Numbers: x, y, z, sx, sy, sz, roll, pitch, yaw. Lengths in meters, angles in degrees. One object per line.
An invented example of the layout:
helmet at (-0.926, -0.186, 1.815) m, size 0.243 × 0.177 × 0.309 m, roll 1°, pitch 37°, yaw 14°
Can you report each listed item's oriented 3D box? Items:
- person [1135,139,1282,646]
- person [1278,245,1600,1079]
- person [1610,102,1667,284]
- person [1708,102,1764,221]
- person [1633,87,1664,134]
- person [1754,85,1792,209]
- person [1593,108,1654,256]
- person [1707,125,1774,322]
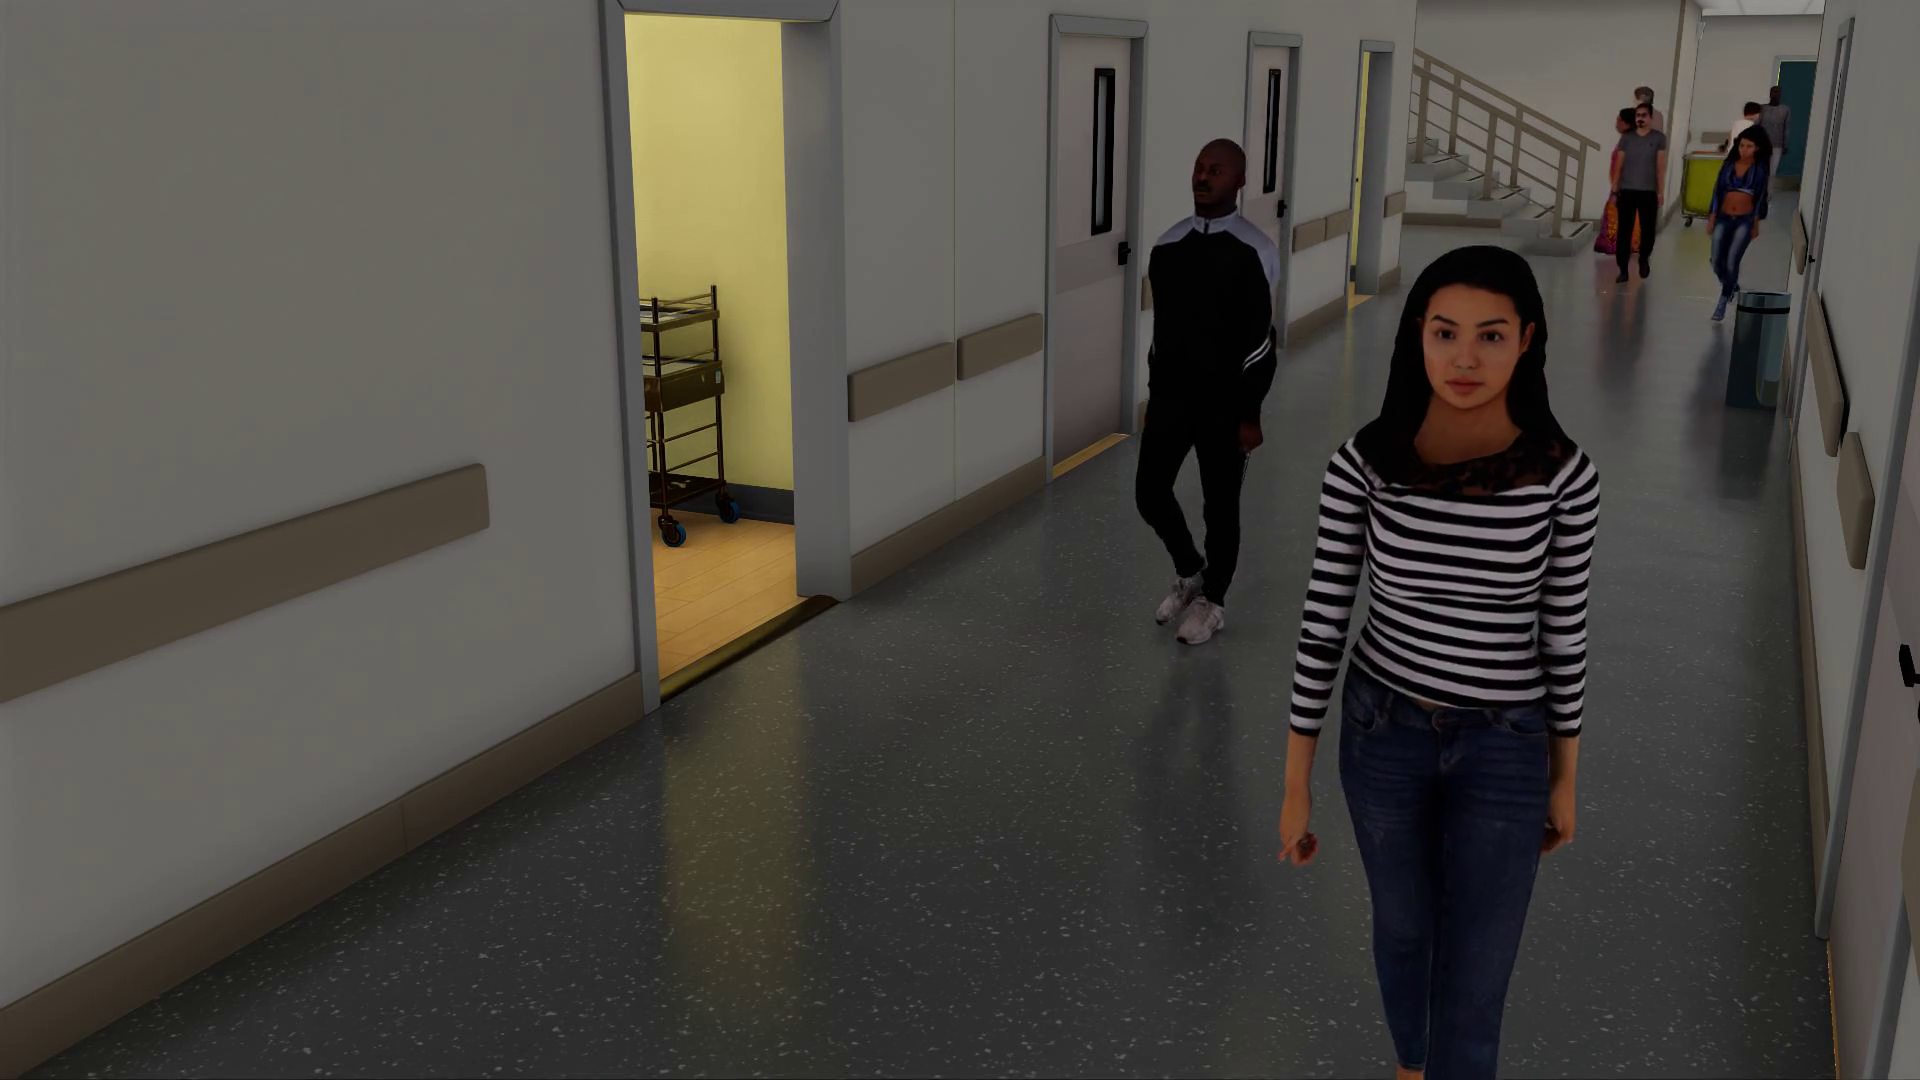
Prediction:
person at (0.946, -0.547, 6.113) m, size 0.667 × 1.818 × 0.809 m, roll 12°, pitch 20°, yaw 36°
person at (0.830, 0.402, 2.885) m, size 1.070 × 1.745 × 0.715 m, roll 6°, pitch 17°, yaw 20°
person at (6.765, -3.455, 16.563) m, size 0.664 × 1.747 × 0.712 m, roll 8°, pitch 18°, yaw 26°
person at (10.876, -5.321, 23.400) m, size 0.879 × 1.627 × 0.826 m, roll -9°, pitch 18°, yaw -29°
person at (8.589, -4.668, 20.717) m, size 1.023 × 1.827 × 1.187 m, roll -10°, pitch 19°, yaw -31°
person at (12.500, -6.074, 25.683) m, size 0.549 × 1.838 × 0.793 m, roll 4°, pitch 16°, yaw 13°
person at (7.647, -4.057, 18.910) m, size 1.031 × 1.630 × 0.890 m, roll 5°, pitch 17°, yaw 18°
person at (6.529, -2.643, 13.941) m, size 0.793 × 1.606 × 0.808 m, roll 15°, pitch 22°, yaw 43°
